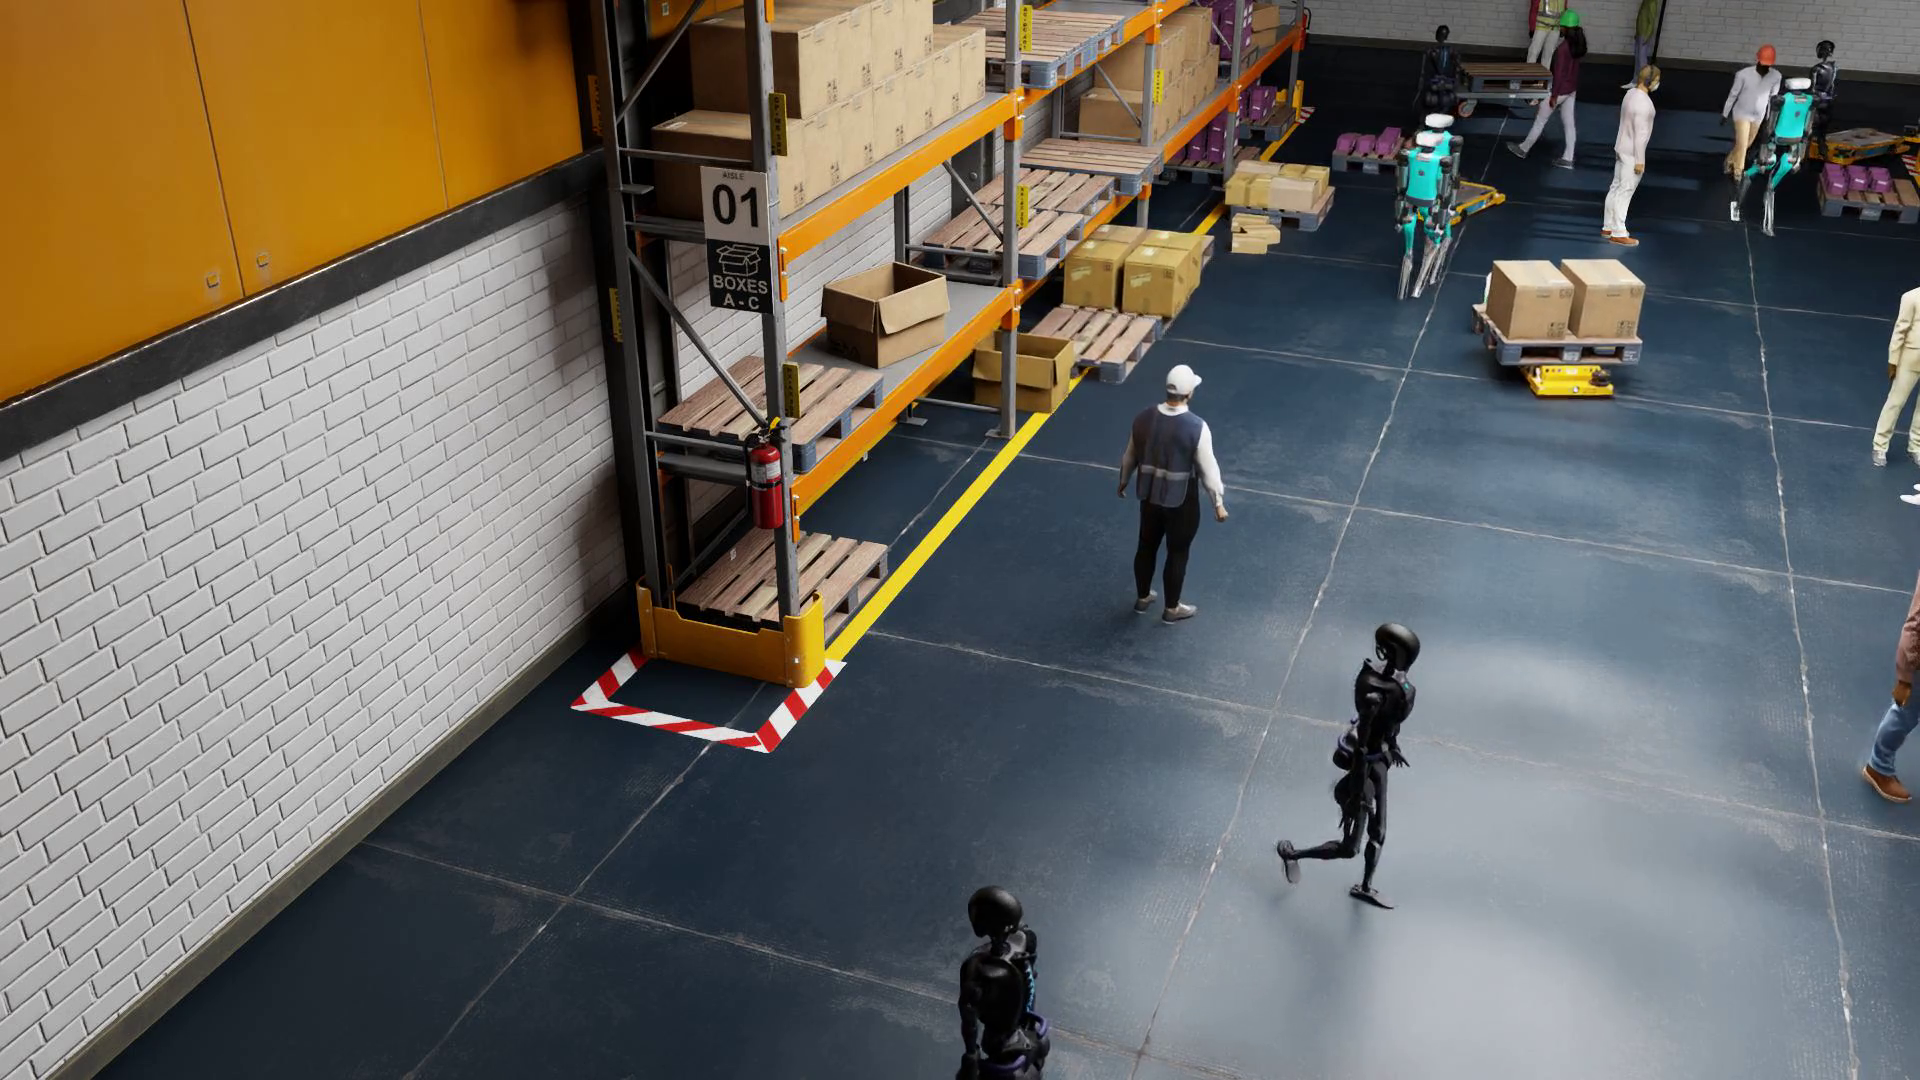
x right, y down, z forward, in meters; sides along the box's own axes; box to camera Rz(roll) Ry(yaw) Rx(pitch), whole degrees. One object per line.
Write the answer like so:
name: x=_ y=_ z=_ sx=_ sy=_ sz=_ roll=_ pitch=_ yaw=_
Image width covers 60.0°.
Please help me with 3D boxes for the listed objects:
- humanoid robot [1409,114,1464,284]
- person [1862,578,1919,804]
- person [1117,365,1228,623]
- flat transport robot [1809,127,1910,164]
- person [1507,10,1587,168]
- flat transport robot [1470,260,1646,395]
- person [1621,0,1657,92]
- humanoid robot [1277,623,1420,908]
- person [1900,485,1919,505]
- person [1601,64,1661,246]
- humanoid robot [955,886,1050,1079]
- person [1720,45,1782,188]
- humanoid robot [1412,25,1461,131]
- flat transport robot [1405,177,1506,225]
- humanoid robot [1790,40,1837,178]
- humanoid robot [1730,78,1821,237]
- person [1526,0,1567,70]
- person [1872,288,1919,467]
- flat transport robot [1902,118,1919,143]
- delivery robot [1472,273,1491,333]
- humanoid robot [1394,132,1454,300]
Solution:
humanoid robot: x=4.855 y=-3.441 z=16.846 sx=0.540 sy=1.805 sz=0.710 roll=21 pitch=34 yaw=34
person: x=5.158 y=0.681 z=8.610 sx=0.660 sy=1.928 sz=0.946 roll=1 pitch=27 yaw=2
person: x=1.347 y=-0.293 z=10.701 sx=0.764 sy=1.750 sz=0.464 roll=17 pitch=32 yaw=30
flat transport robot: x=11.695 y=-5.147 z=21.735 sx=1.431 sy=0.231 sz=0.659 roll=-15 pitch=31 yaw=-27
person: x=7.522 y=-5.726 z=21.067 sx=0.519 sy=1.904 sz=0.960 roll=-18 pitch=32 yaw=-31
flat transport robot: x=5.299 y=-1.644 z=14.939 sx=0.659 sy=0.231 sz=1.431 roll=0 pitch=27 yaw=0
person: x=10.213 y=-7.541 z=24.885 sx=0.265 sy=1.631 sz=0.506 roll=2 pitch=27 yaw=4
humanoid robot: x=1.940 y=1.073 z=8.152 sx=0.561 sy=1.639 sz=0.615 roll=16 pitch=31 yaw=28
person: x=7.319 y=-1.016 z=12.243 sx=0.280 sy=1.628 sz=0.501 roll=24 pitch=36 yaw=39
person: x=7.290 y=-4.178 z=18.038 sx=0.373 sy=1.937 sz=0.629 roll=2 pitch=27 yaw=3
humanoid robot: x=0.194 y=2.024 z=6.337 sx=0.742 sy=1.634 sz=0.611 roll=14 pitch=31 yaw=26
person: x=9.621 y=-5.225 z=20.320 sx=0.584 sy=1.697 sz=0.825 roll=-1 pitch=27 yaw=-1
humanoid robot: x=6.163 y=-5.825 z=21.530 sx=0.598 sy=1.633 sz=0.663 roll=-4 pitch=28 yaw=-8
flat transport robot: x=5.746 y=-3.948 z=19.408 sx=0.659 sy=0.231 sz=1.431 roll=22 pitch=35 yaw=36
humanoid robot: x=10.634 y=-5.295 z=20.495 sx=0.615 sy=1.644 sz=0.477 roll=-20 pitch=33 yaw=-33
humanoid robot: x=9.024 y=-4.341 z=18.583 sx=0.532 sy=1.765 sz=0.964 roll=-1 pitch=27 yaw=-3
person: x=8.798 y=-7.670 z=24.914 sx=0.625 sy=1.844 sz=0.429 roll=-8 pitch=28 yaw=-15
person: x=7.454 y=-1.384 z=12.823 sx=0.561 sy=1.744 sz=0.347 roll=4 pitch=28 yaw=7
flat transport robot: x=13.407 y=-5.394 z=22.213 sx=1.431 sy=0.231 sz=0.659 roll=15 pitch=31 yaw=27
delivery robot: x=5.181 y=-2.265 z=15.846 sx=0.524 sy=0.607 sz=0.778 roll=8 pitch=28 yaw=15
humanoid robot: x=4.570 y=-3.123 z=16.316 sx=0.539 sy=1.866 sz=0.831 roll=16 pitch=31 yaw=29
